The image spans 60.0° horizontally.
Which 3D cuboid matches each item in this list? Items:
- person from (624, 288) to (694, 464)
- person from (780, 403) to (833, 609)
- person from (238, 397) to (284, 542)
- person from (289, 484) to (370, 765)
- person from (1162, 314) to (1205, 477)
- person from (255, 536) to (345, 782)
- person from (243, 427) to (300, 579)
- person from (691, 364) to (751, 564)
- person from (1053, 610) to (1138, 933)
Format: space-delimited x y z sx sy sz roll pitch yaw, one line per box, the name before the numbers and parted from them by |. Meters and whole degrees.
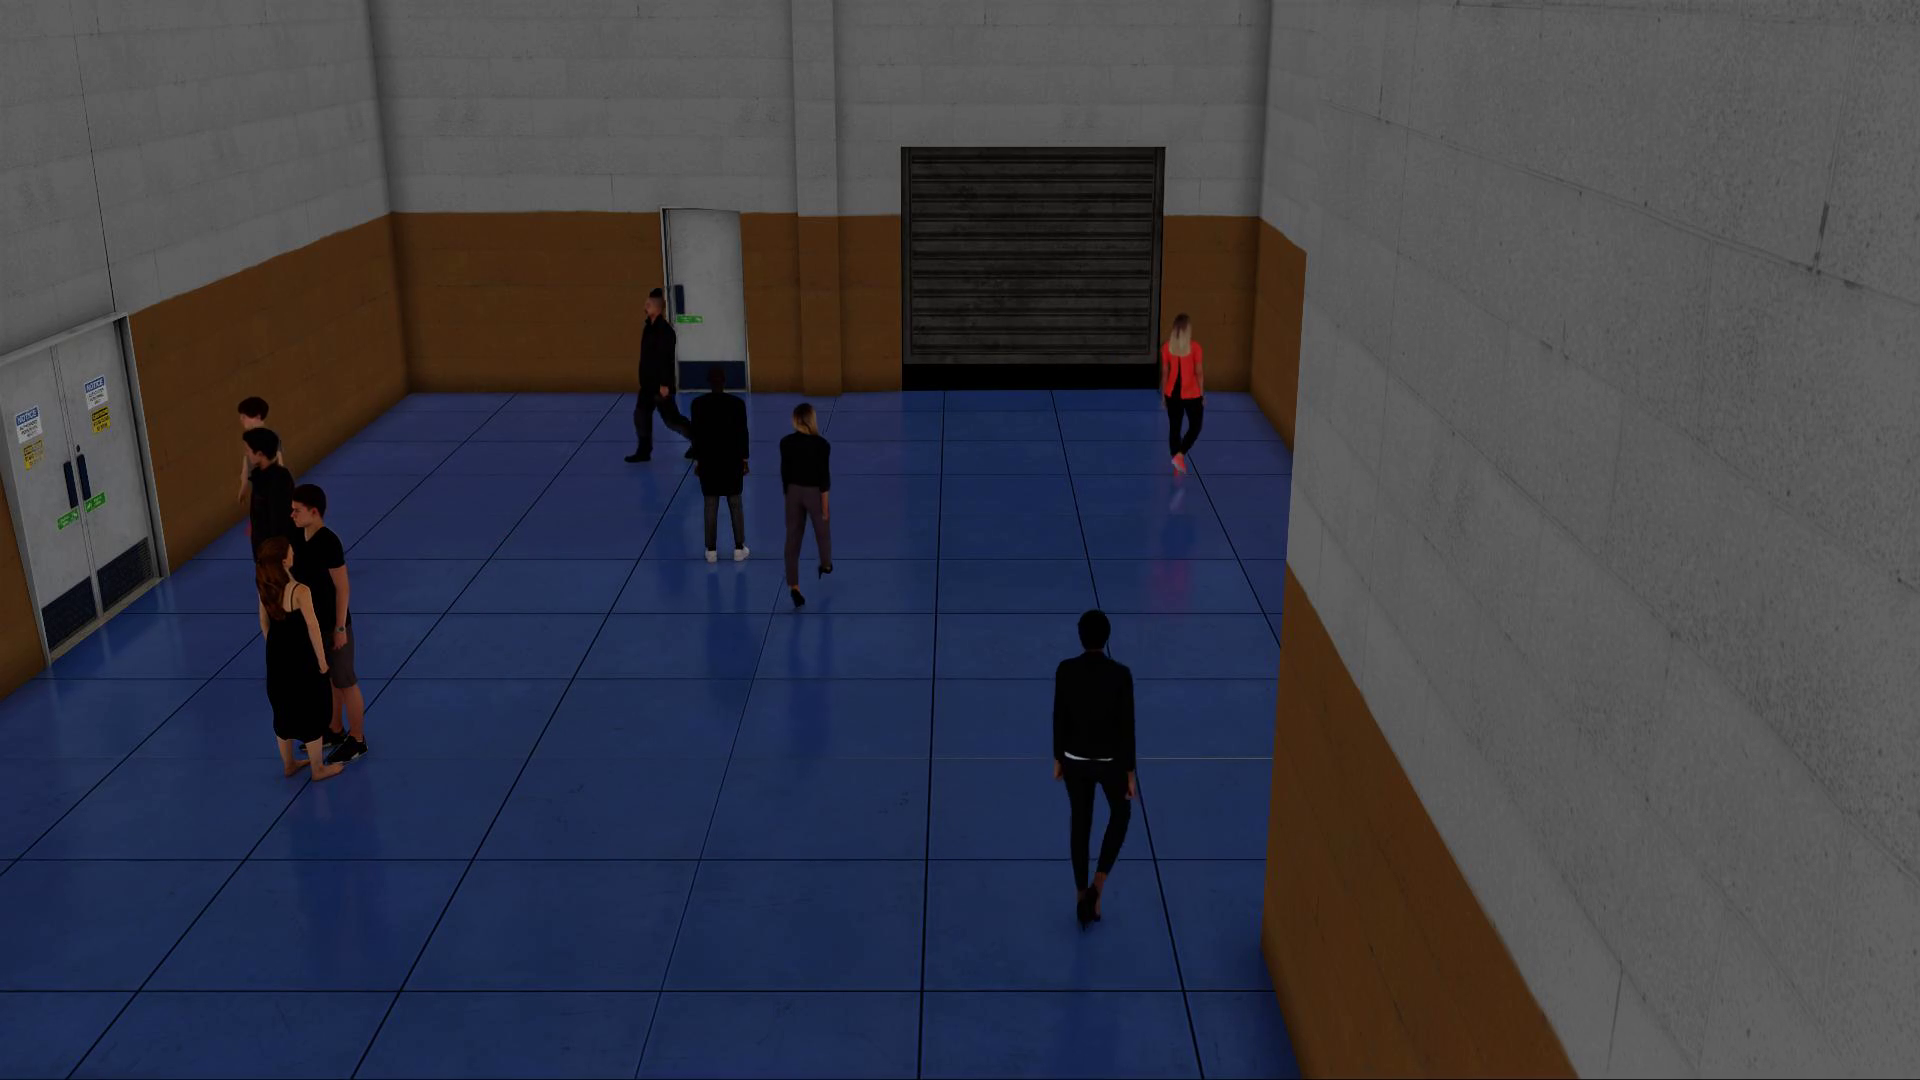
person | -3.080 -1.703 17.436 1.267 1.829 1.104 -11 21 -29
person | -1.276 -0.235 13.454 1.087 1.615 0.833 4 19 13
person | -5.700 -0.402 13.894 0.772 1.638 0.714 -17 25 -41
person | -4.120 0.525 10.815 0.742 1.861 0.830 14 23 37
person | 2.241 -1.441 16.920 0.883 1.686 0.882 10 21 27
person | -4.235 0.744 10.538 0.607 1.624 0.714 7 20 19
person | -4.828 0.119 11.889 0.762 1.945 0.783 -9 21 -26
person | -2.096 -0.674 14.528 0.502 1.762 0.717 -1 19 -4
person | 0.686 1.258 8.701 0.734 1.823 0.794 6 20 18
